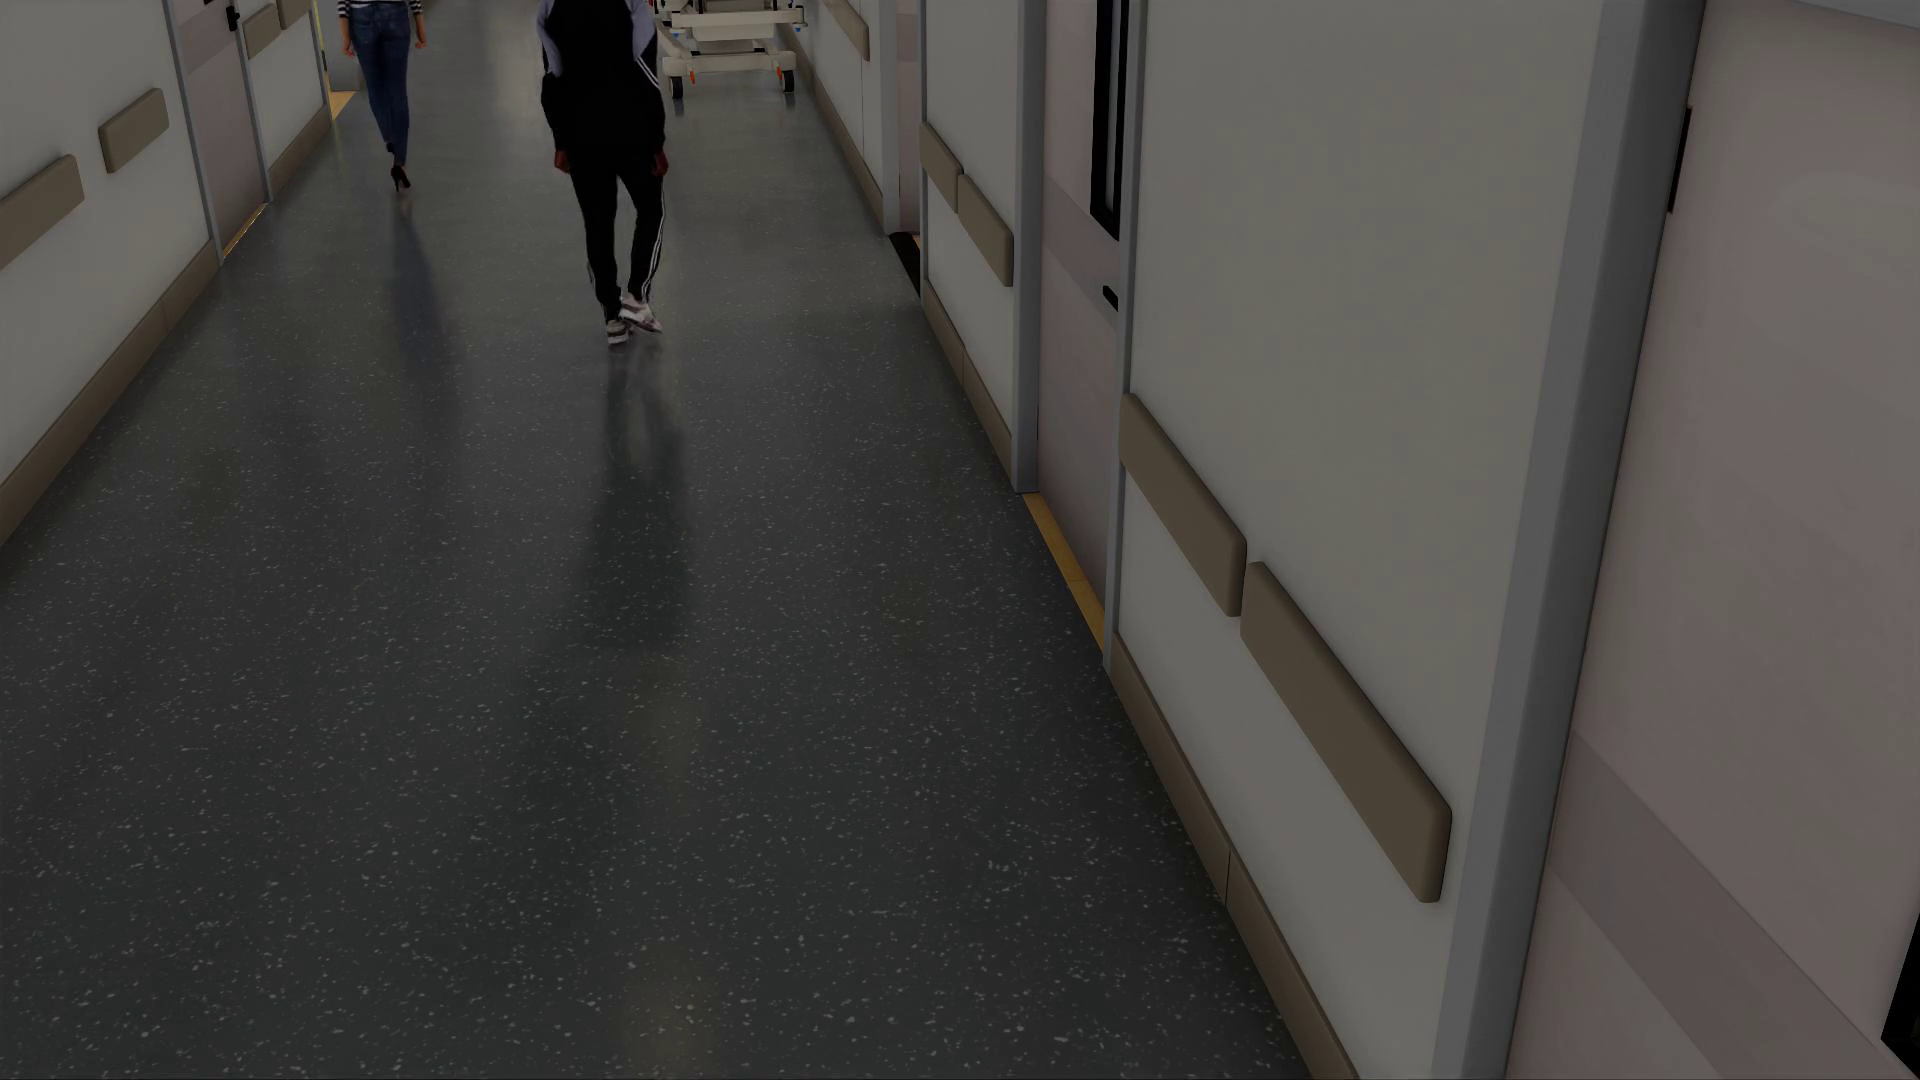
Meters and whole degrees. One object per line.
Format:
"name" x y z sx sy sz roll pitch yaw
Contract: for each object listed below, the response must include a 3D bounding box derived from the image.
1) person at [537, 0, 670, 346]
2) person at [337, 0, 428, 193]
"person" -1.515 -1.697 7.081 0.667 1.819 0.809 1 26 3
"person" -3.350 -2.890 9.640 1.070 1.745 0.715 -6 26 -13
